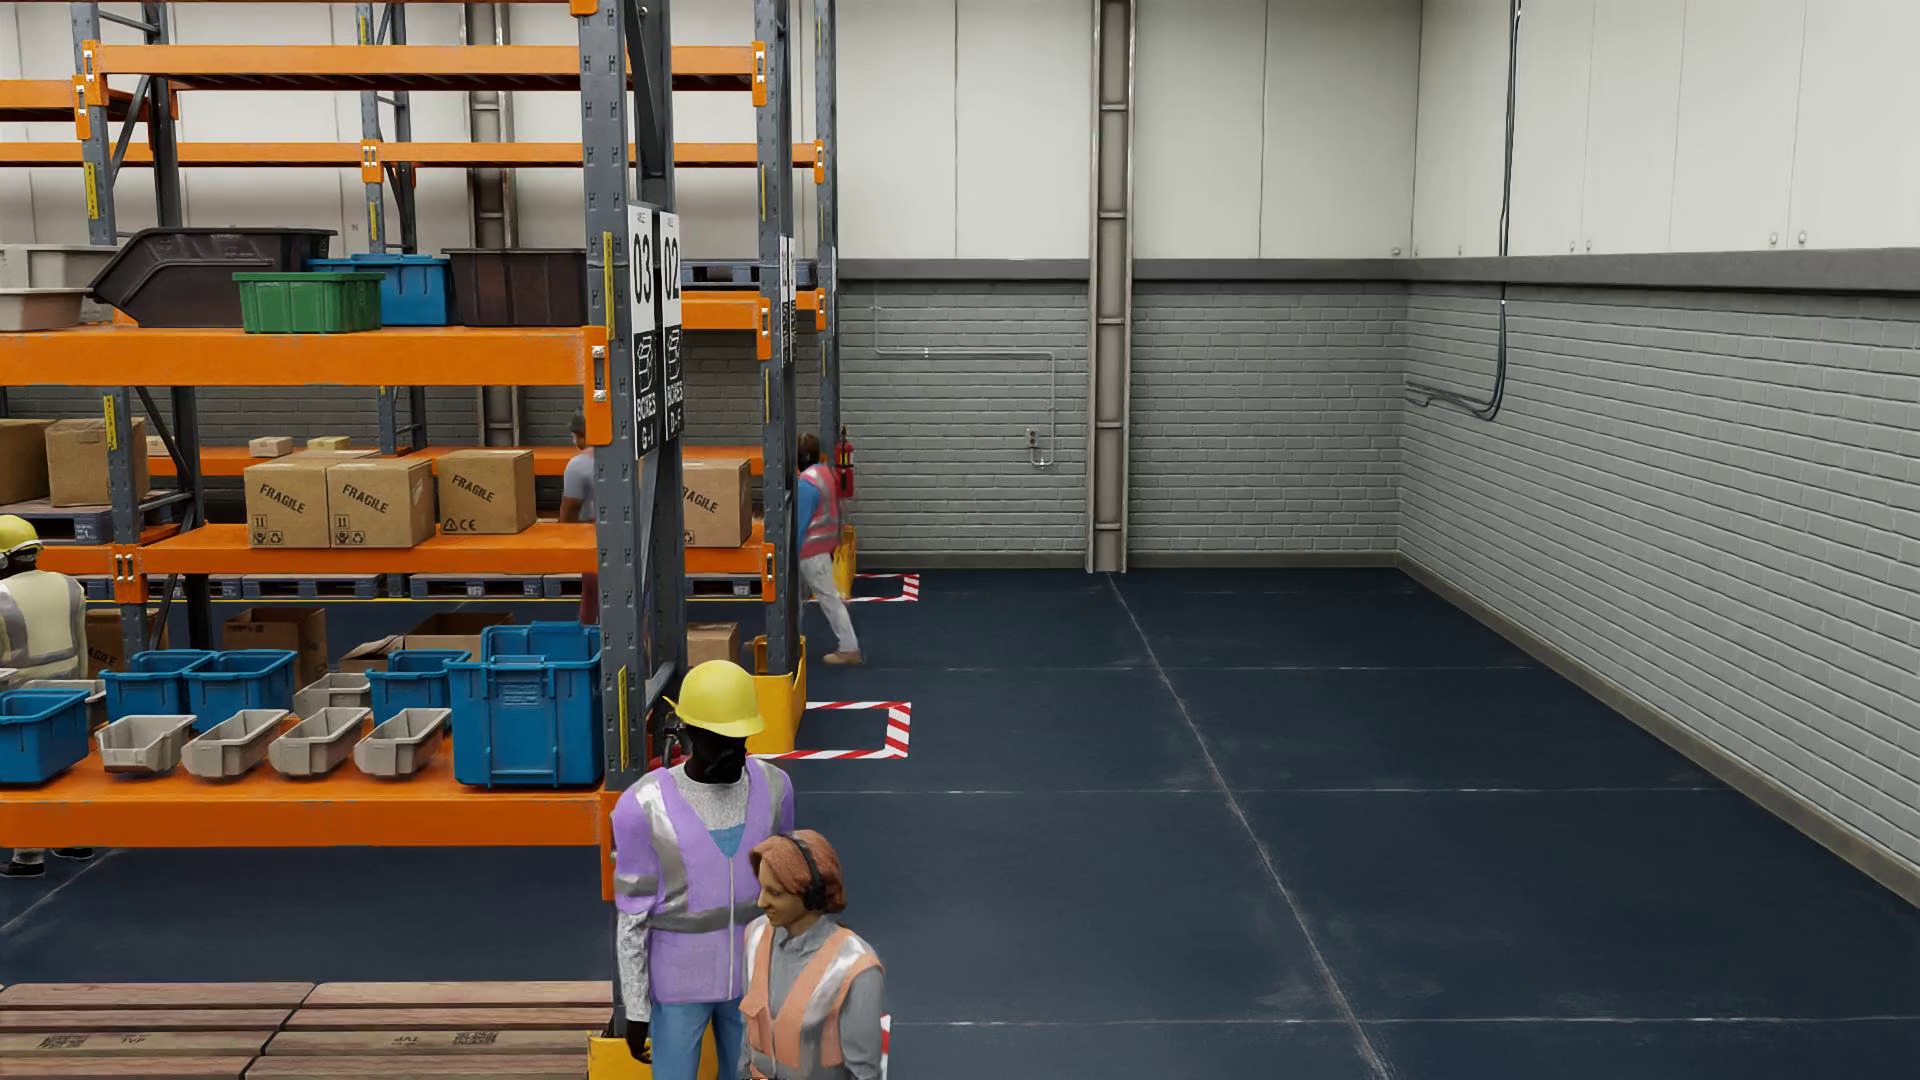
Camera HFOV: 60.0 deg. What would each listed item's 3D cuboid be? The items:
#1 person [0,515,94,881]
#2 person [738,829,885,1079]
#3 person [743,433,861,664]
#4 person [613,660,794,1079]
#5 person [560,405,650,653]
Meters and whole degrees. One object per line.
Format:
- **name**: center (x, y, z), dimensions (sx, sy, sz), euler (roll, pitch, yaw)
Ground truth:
- **person**: center (-4.643, 0.780, 8.320), dimensions (0.403, 1.824, 0.597), euler (4, 10, 23)
- **person**: center (-0.375, 1.531, 4.299), dimensions (0.527, 1.627, 0.313), euler (9, 13, 44)
- **person**: center (-1.191, 0.074, 12.740), dimensions (0.952, 1.791, 0.649), euler (1, 9, 4)
- **person**: center (-0.723, 1.286, 4.927), dimensions (0.594, 1.917, 0.397), euler (-6, 11, -35)
- **person**: center (-2.784, -0.083, 12.934), dimensions (1.023, 2.000, 0.694), euler (4, 10, 25)
